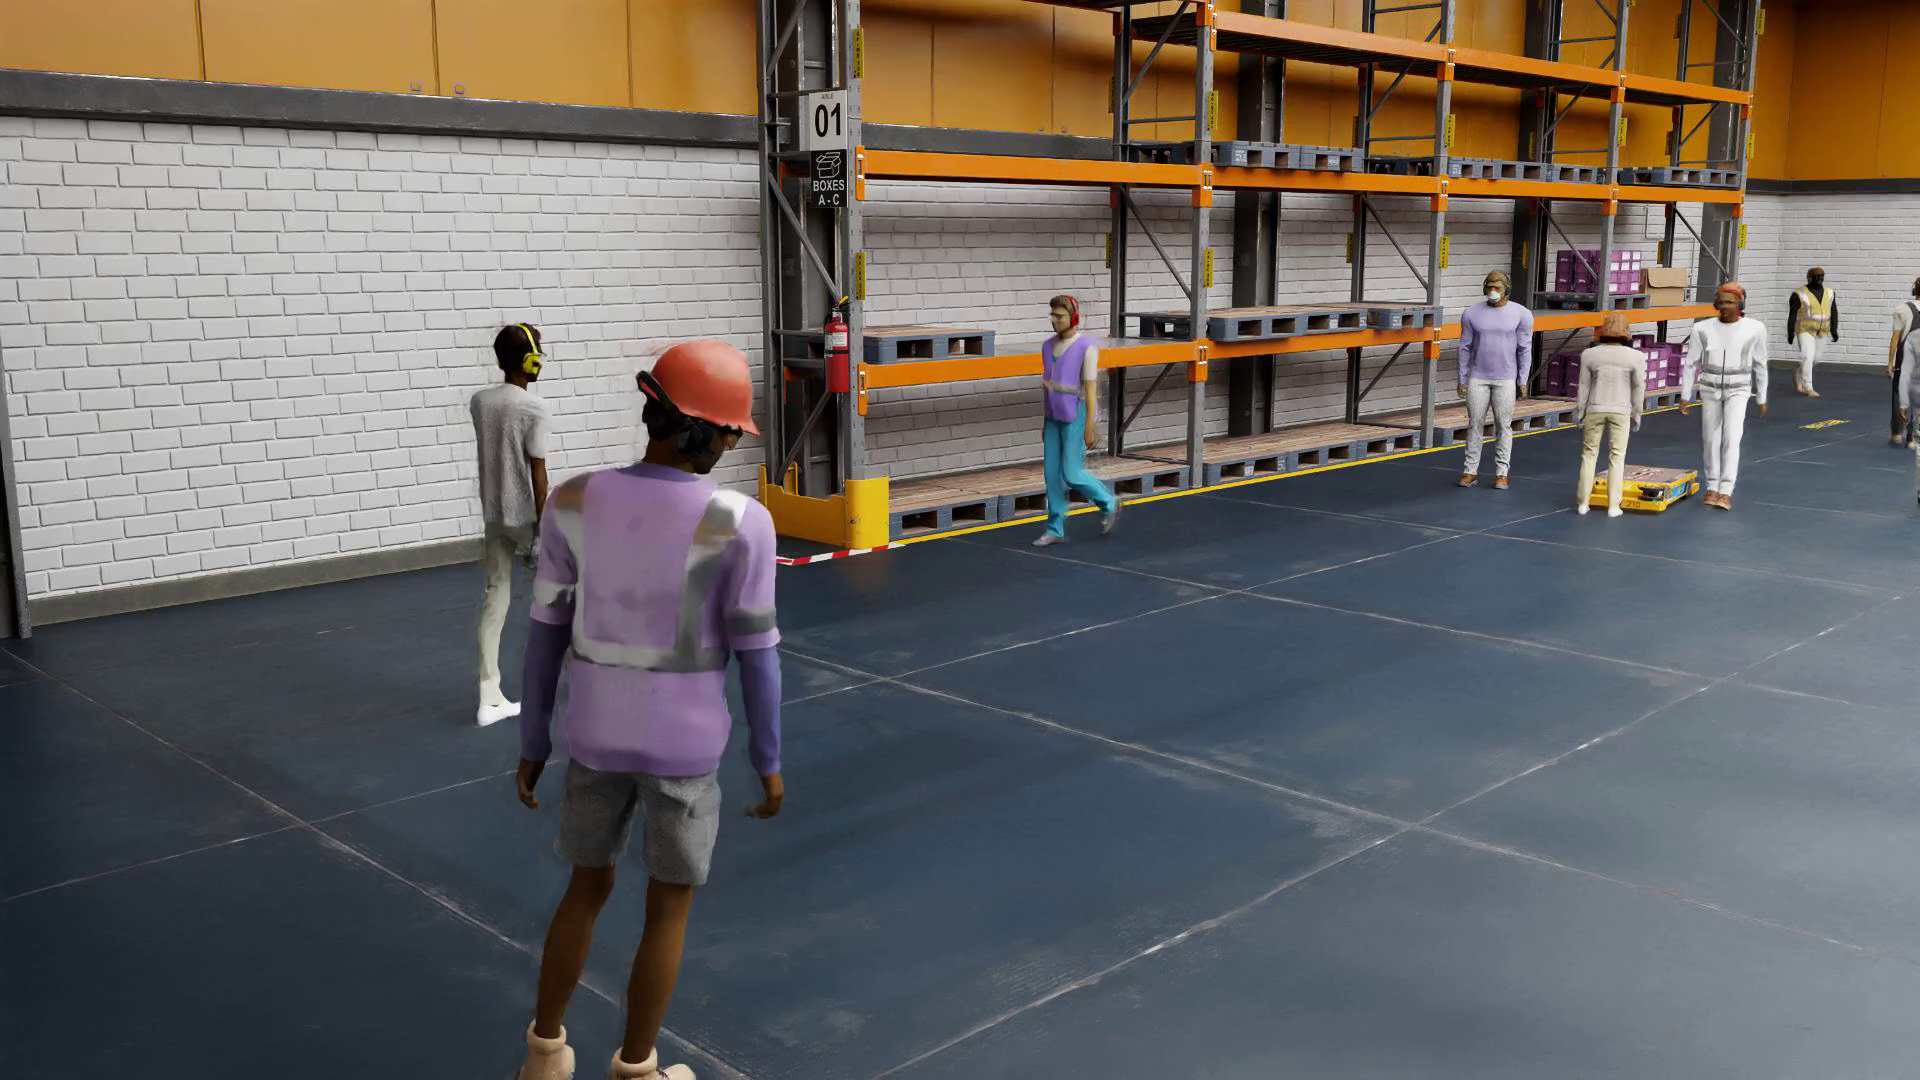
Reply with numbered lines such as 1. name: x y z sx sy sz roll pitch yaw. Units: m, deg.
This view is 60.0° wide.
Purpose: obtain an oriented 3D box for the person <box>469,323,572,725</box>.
1. person: -2.020 -0.096 7.846 0.517 1.834 0.900 5 11 24

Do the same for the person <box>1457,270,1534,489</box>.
1. person: 4.725 -1.418 14.757 0.635 1.936 0.354 6 12 28

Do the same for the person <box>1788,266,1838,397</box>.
1. person: 11.916 -2.930 23.349 0.614 1.817 0.841 -1 10 -5

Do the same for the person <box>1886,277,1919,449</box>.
1. person: 10.122 -1.887 17.625 0.532 1.819 0.709 5 11 25

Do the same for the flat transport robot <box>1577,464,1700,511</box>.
1. flat transport robot: 5.758 -0.457 14.065 0.652 0.197 1.431 7 13 35

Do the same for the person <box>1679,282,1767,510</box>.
1. person: 6.212 -1.163 13.575 0.610 1.848 0.872 7 12 33

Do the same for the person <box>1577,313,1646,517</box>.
1. person: 5.196 -0.995 13.313 0.502 1.622 0.300 6 12 29

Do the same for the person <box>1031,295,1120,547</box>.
1. person: 0.820 -0.859 12.035 0.617 1.826 0.564 -7 13 -34

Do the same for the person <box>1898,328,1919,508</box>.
1. person: 7.967 -1.135 13.531 0.613 1.818 0.512 6 12 31

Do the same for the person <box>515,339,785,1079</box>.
1. person: -0.763 0.496 4.172 0.671 1.992 0.498 2 11 13
